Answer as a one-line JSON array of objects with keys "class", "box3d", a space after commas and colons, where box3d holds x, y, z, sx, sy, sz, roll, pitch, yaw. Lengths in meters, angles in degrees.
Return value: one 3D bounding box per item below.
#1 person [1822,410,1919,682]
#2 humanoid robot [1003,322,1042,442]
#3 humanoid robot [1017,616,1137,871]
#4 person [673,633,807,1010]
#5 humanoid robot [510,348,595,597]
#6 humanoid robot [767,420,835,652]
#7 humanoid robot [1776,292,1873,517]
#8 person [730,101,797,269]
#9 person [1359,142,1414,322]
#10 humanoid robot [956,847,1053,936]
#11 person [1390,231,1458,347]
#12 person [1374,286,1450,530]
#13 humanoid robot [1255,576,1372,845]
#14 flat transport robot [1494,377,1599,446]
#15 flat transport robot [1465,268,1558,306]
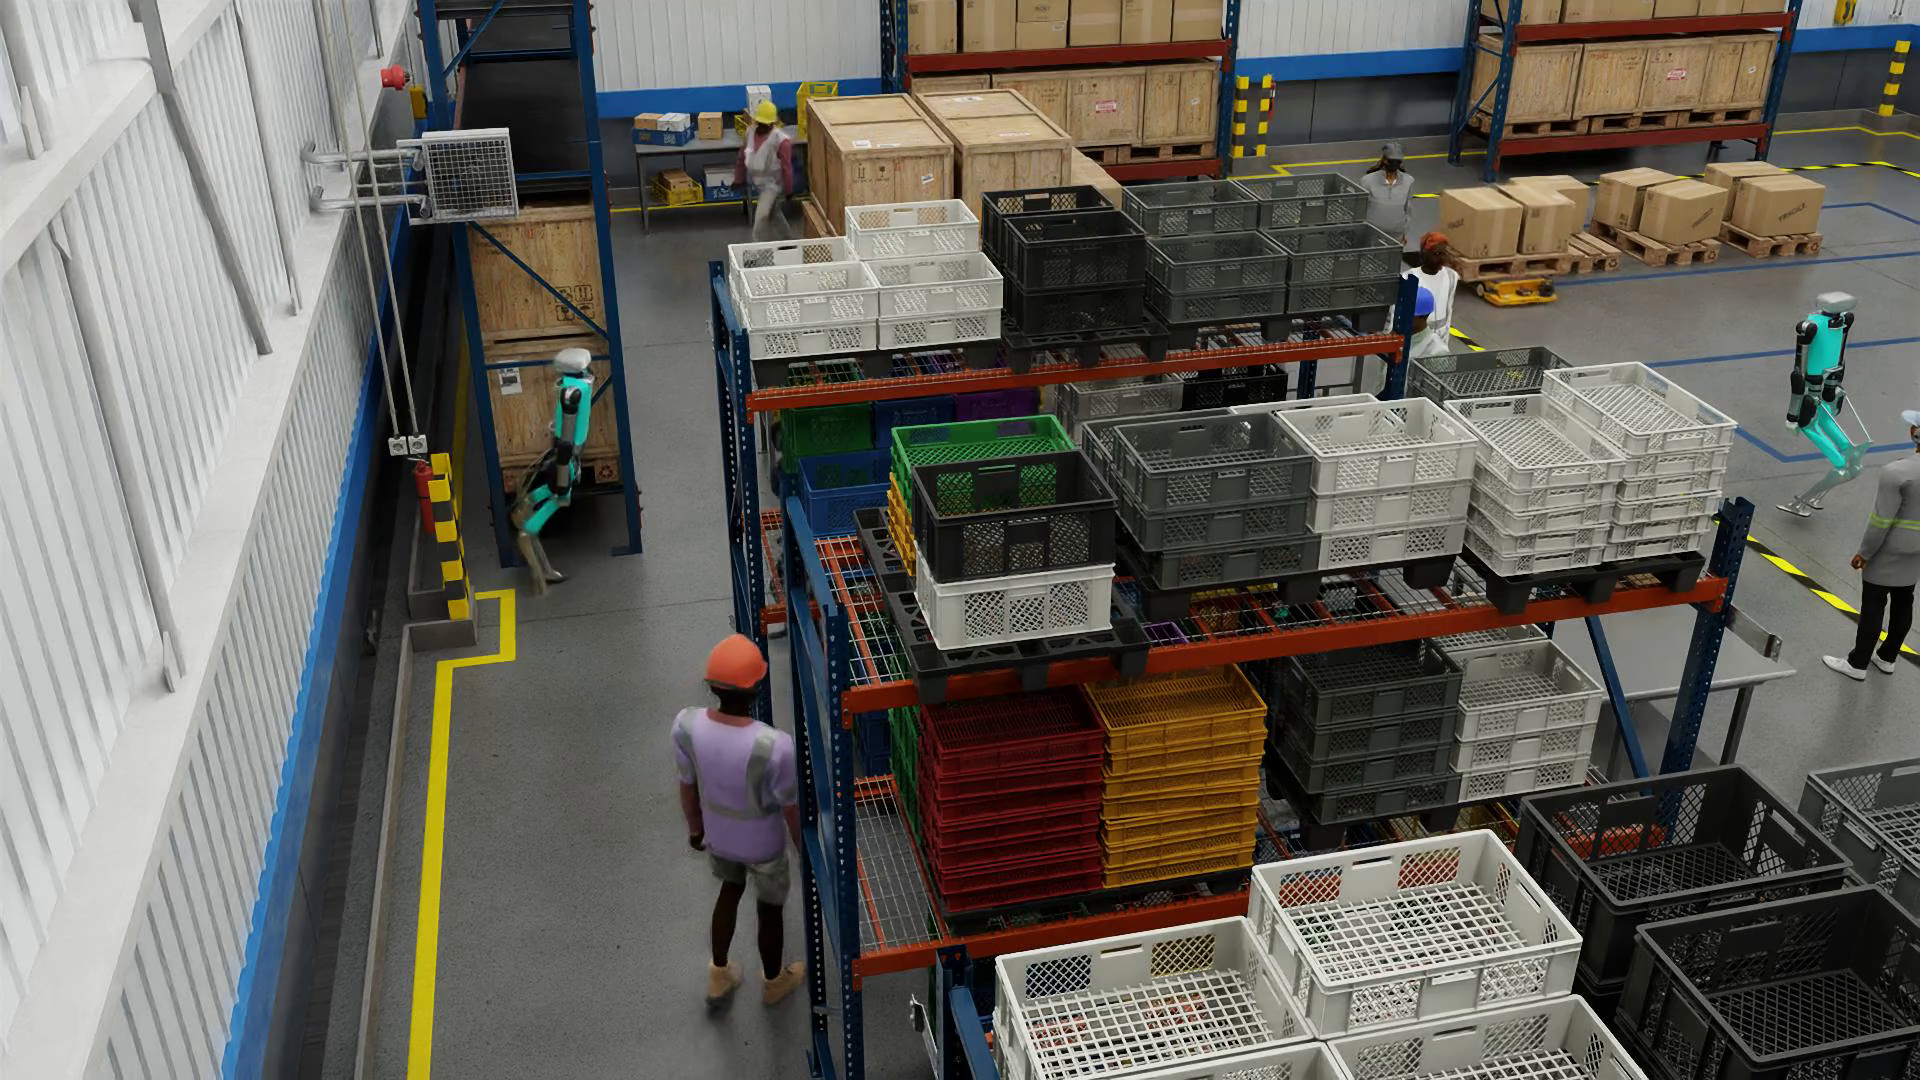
[{"class": "person", "box3d": [5.810, 0.020, 10.310, 0.588, 1.852, 0.371, -8, 29, -15]}, {"class": "humanoid robot", "box3d": [0.502, -1.090, 12.617, 0.652, 1.640, 0.598, -11, 30, -20]}, {"class": "humanoid robot", "box3d": [0.545, 0.995, 8.599, 0.604, 1.787, 0.853, -8, 29, -14]}, {"class": "person", "box3d": [-0.962, 1.325, 7.635, 0.618, 2.040, 0.414, 13, 30, 23]}, {"class": "humanoid robot", "box3d": [-2.832, -0.424, 11.347, 0.802, 1.830, 0.543, -1, 28, -1]}, {"class": "humanoid robot", "box3d": [-1.050, 0.003, 10.538, 0.449, 1.647, 0.590, -6, 28, -10]}, {"class": "humanoid robot", "box3d": [6.380, -0.935, 12.107, 0.533, 1.673, 0.735, -15, 31, -26]}, {"class": "person", "box3d": [-2.044, -3.795, 17.630, 0.650, 1.772, 0.933, 23, 36, 37]}, {"class": "person", "box3d": [4.061, -2.968, 16.068, 0.561, 1.769, 0.400, -3, 28, -7]}, {"class": "humanoid robot", "box3d": [0.212, 1.342, 7.992, 0.917, 1.830, 0.576, -3, 28, -6]}, {"class": "person", "box3d": [3.650, -1.524, 13.206, 0.573, 1.884, 0.356, -12, 30, -21]}, {"class": "person", "box3d": [3.206, -0.911, 11.988, 0.416, 1.941, 0.612, -12, 30, -22]}, {"class": "humanoid robot", "box3d": [2.000, 0.964, 8.698, 1.018, 1.776, 0.531, 8, 29, 15]}, {"class": "flat transport robot", "box3d": [4.780, -1.036, 14.013, 0.659, 0.231, 1.431, -6, 28, -12]}, {"class": "flat transport robot", "box3d": [5.540, -2.772, 17.277, 0.652, 0.197, 1.431, -6, 28, -12]}]
